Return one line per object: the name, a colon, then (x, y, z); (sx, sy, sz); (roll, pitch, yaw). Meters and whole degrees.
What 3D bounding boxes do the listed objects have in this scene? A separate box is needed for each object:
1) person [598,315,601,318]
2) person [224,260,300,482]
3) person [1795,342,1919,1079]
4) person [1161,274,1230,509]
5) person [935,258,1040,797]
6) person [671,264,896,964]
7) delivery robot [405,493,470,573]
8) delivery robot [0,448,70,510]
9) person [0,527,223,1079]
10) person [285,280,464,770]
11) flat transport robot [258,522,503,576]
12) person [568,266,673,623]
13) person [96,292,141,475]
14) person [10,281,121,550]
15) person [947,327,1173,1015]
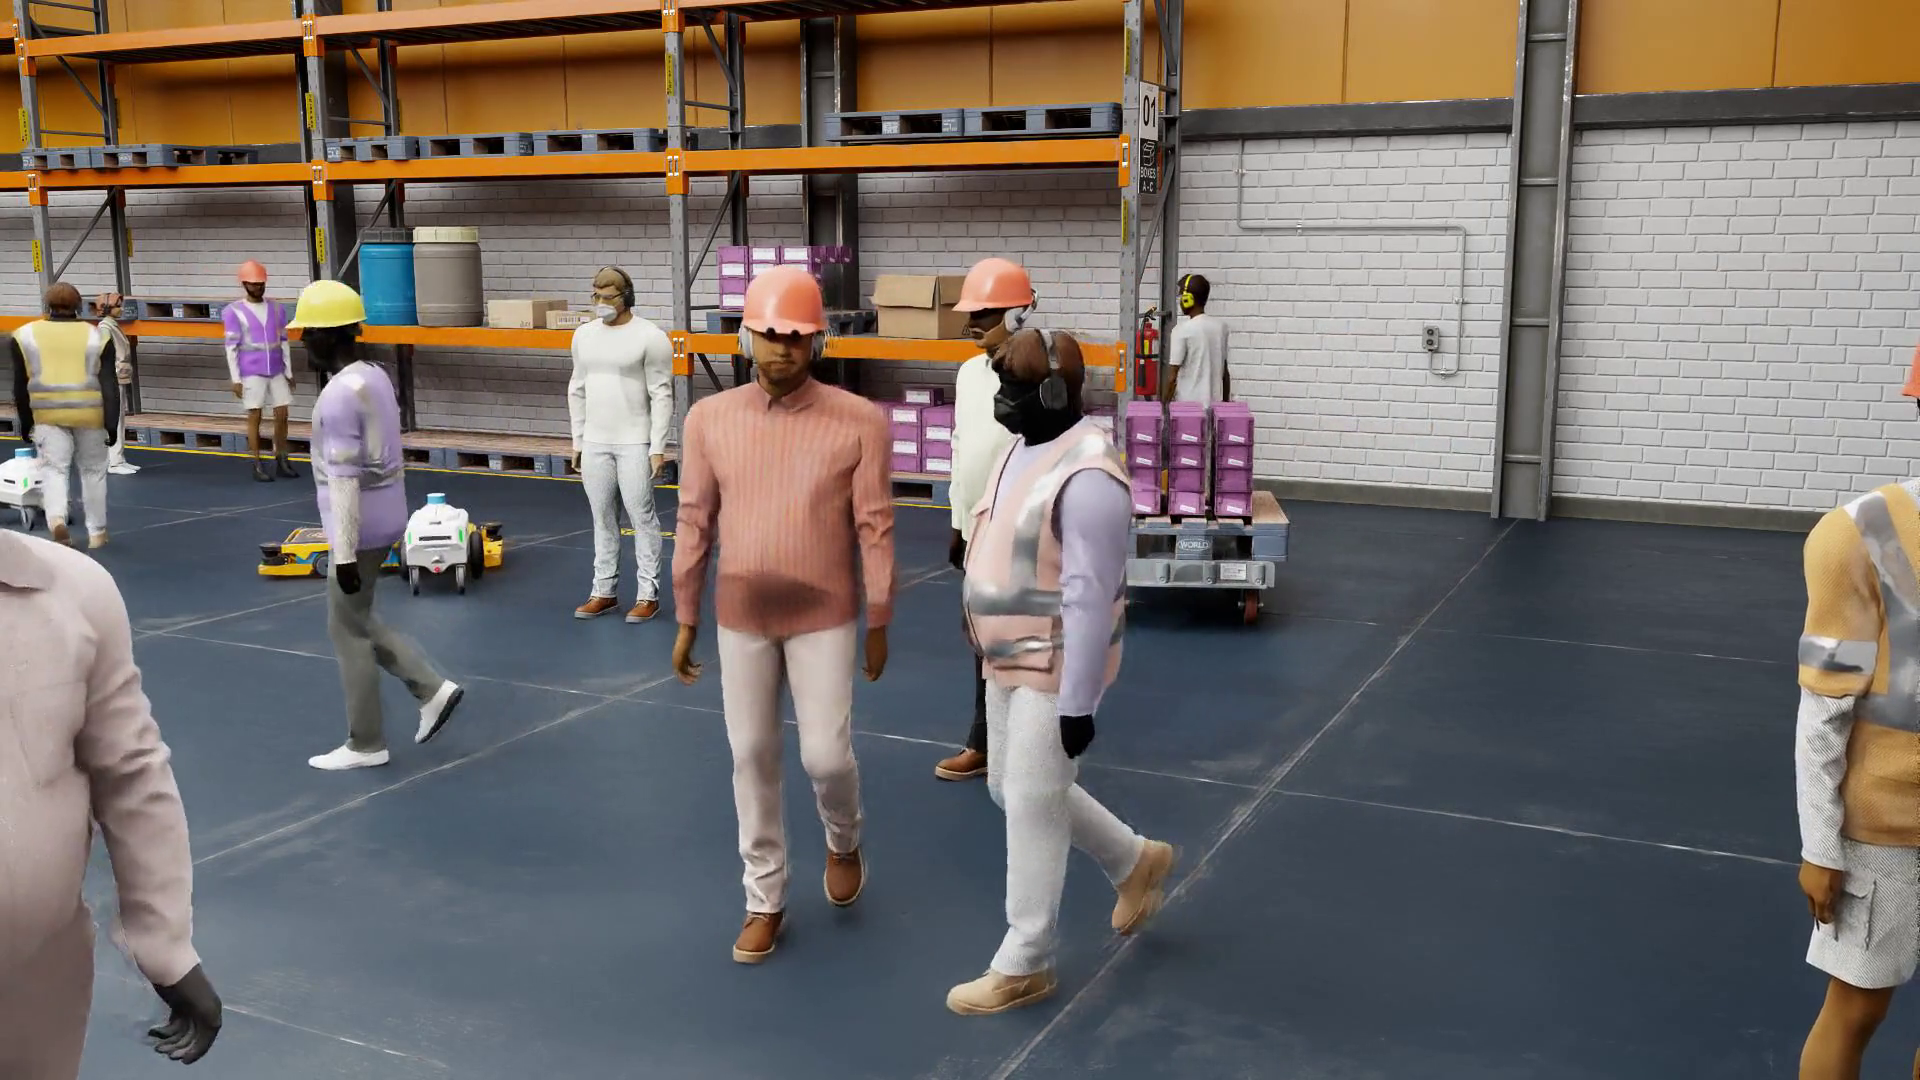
person: (-2.734, -1.090, 13.208); (0.500, 1.636, 0.286); (0, 10, 1)
person: (-6.104, -1.475, 14.563); (0.390, 1.934, 0.577); (9, 13, 42)
person: (1.852, 0.526, 3.141); (0.544, 1.932, 0.376); (-1, 10, -4)
person: (1.543, -0.897, 11.473); (0.568, 1.851, 0.644); (-8, 13, -38)
person: (0.153, -0.034, 6.145); (0.400, 1.990, 0.623); (-8, 13, -37)
person: (-0.506, 0.207, 4.797); (0.646, 1.981, 0.494); (2, 10, 9)
delivery robot: (-3.138, -0.038, 10.001); (0.477, 0.478, 0.707); (-3, 10, -14)
delivery robot: (-6.891, -0.432, 12.265); (0.707, 0.478, 0.477); (7, 12, 36)
person: (-1.413, 0.682, 2.407); (0.815, 1.874, 0.641); (6, 12, 33)
person: (-2.300, -0.047, 6.453); (0.505, 1.910, 0.610); (-1, 10, -5)
flat transport robot: (-3.667, 0.046, 10.614); (1.431, 0.197, 0.652); (-2, 10, -14)
person: (-1.854, -0.514, 9.057); (0.630, 1.937, 0.373); (4, 11, 21)
person: (-7.642, -1.412, 15.045); (0.307, 1.639, 0.525); (-3, 10, -18)
person: (-5.909, -0.799, 11.033); (0.633, 1.820, 0.815); (-4, 11, -23)
person: (0.289, 0.340, 4.495); (0.674, 1.826, 0.639); (-3, 10, -18)
